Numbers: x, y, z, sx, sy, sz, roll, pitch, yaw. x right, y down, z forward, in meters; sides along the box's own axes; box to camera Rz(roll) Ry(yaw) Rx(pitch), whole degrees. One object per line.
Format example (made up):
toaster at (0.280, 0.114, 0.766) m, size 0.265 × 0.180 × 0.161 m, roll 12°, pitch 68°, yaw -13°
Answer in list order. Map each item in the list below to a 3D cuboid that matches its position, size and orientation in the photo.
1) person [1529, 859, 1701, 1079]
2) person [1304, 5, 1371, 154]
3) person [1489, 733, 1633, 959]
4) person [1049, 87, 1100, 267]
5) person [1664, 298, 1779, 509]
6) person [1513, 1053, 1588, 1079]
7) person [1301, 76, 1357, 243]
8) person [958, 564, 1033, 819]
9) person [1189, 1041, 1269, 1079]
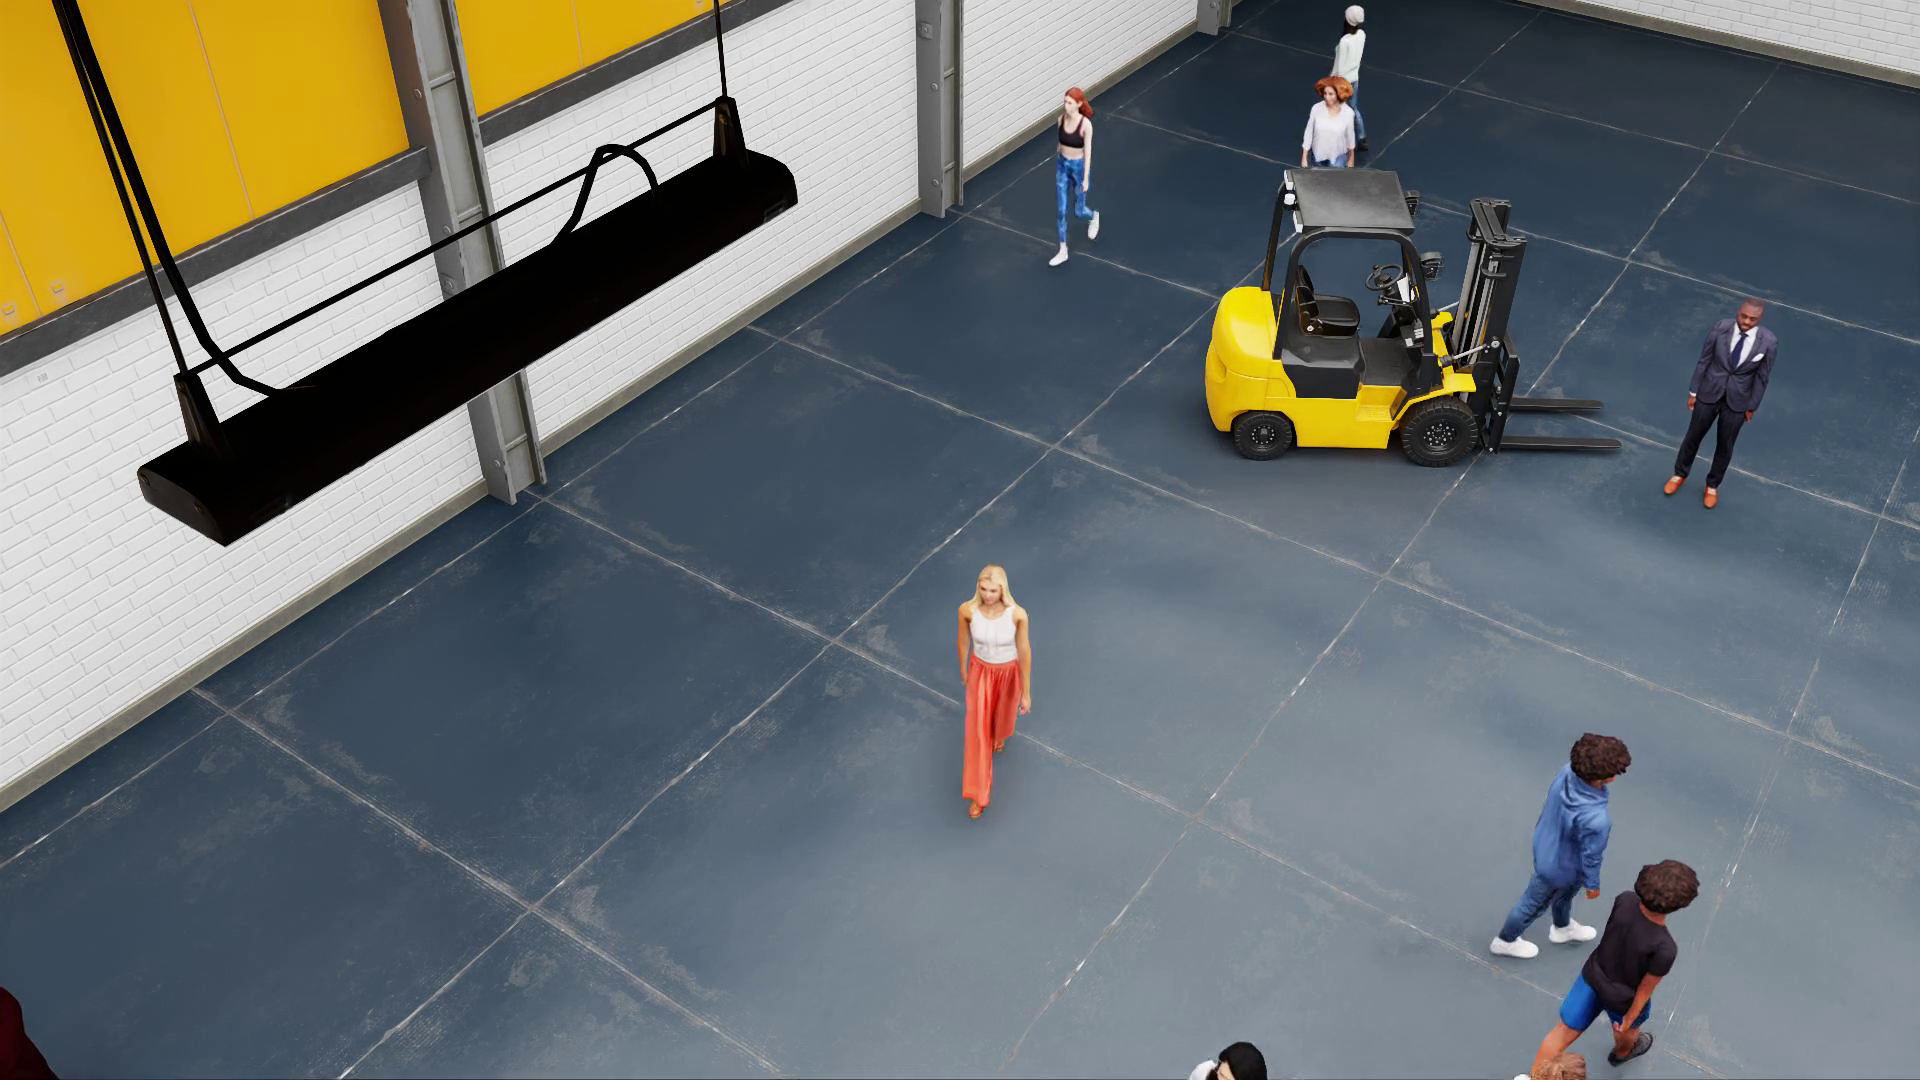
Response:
person at (3.371, 2.379, 8.732) m, size 1.273 × 1.748 × 0.978 m, roll -19°, pitch 42°, yaw -22°
person at (4.244, -4.961, 18.037) m, size 1.124 × 1.605 × 0.866 m, roll -26°, pitch 45°, yaw -29°
person at (3.335, 1.783, 9.448) m, size 1.007 × 1.785 × 0.980 m, roll 1°, pitch 39°, yaw 1°
person at (1.145, -3.553, 16.141) m, size 0.561 × 1.770 × 0.949 m, roll 25°, pitch 45°, yaw 28°
person at (5.988, -1.111, 13.046) m, size 0.690 × 1.818 × 0.588 m, roll 21°, pitch 43°, yaw 24°
person at (2.615, 3.053, 7.917) m, size 0.802 × 1.711 × 0.747 m, roll -19°, pitch 42°, yaw -22°
person at (3.728, -3.887, 16.639) m, size 0.740 × 1.672 × 1.153 m, roll 15°, pitch 41°, yaw 18°
person at (0.248, 0.822, 10.684) m, size 1.052 × 1.744 × 1.345 m, roll 5°, pitch 39°, yaw 6°
person at (1.331, 2.930, 8.118) m, size 1.177 × 1.653 × 0.785 m, roll -30°, pitch 47°, yaw -32°
